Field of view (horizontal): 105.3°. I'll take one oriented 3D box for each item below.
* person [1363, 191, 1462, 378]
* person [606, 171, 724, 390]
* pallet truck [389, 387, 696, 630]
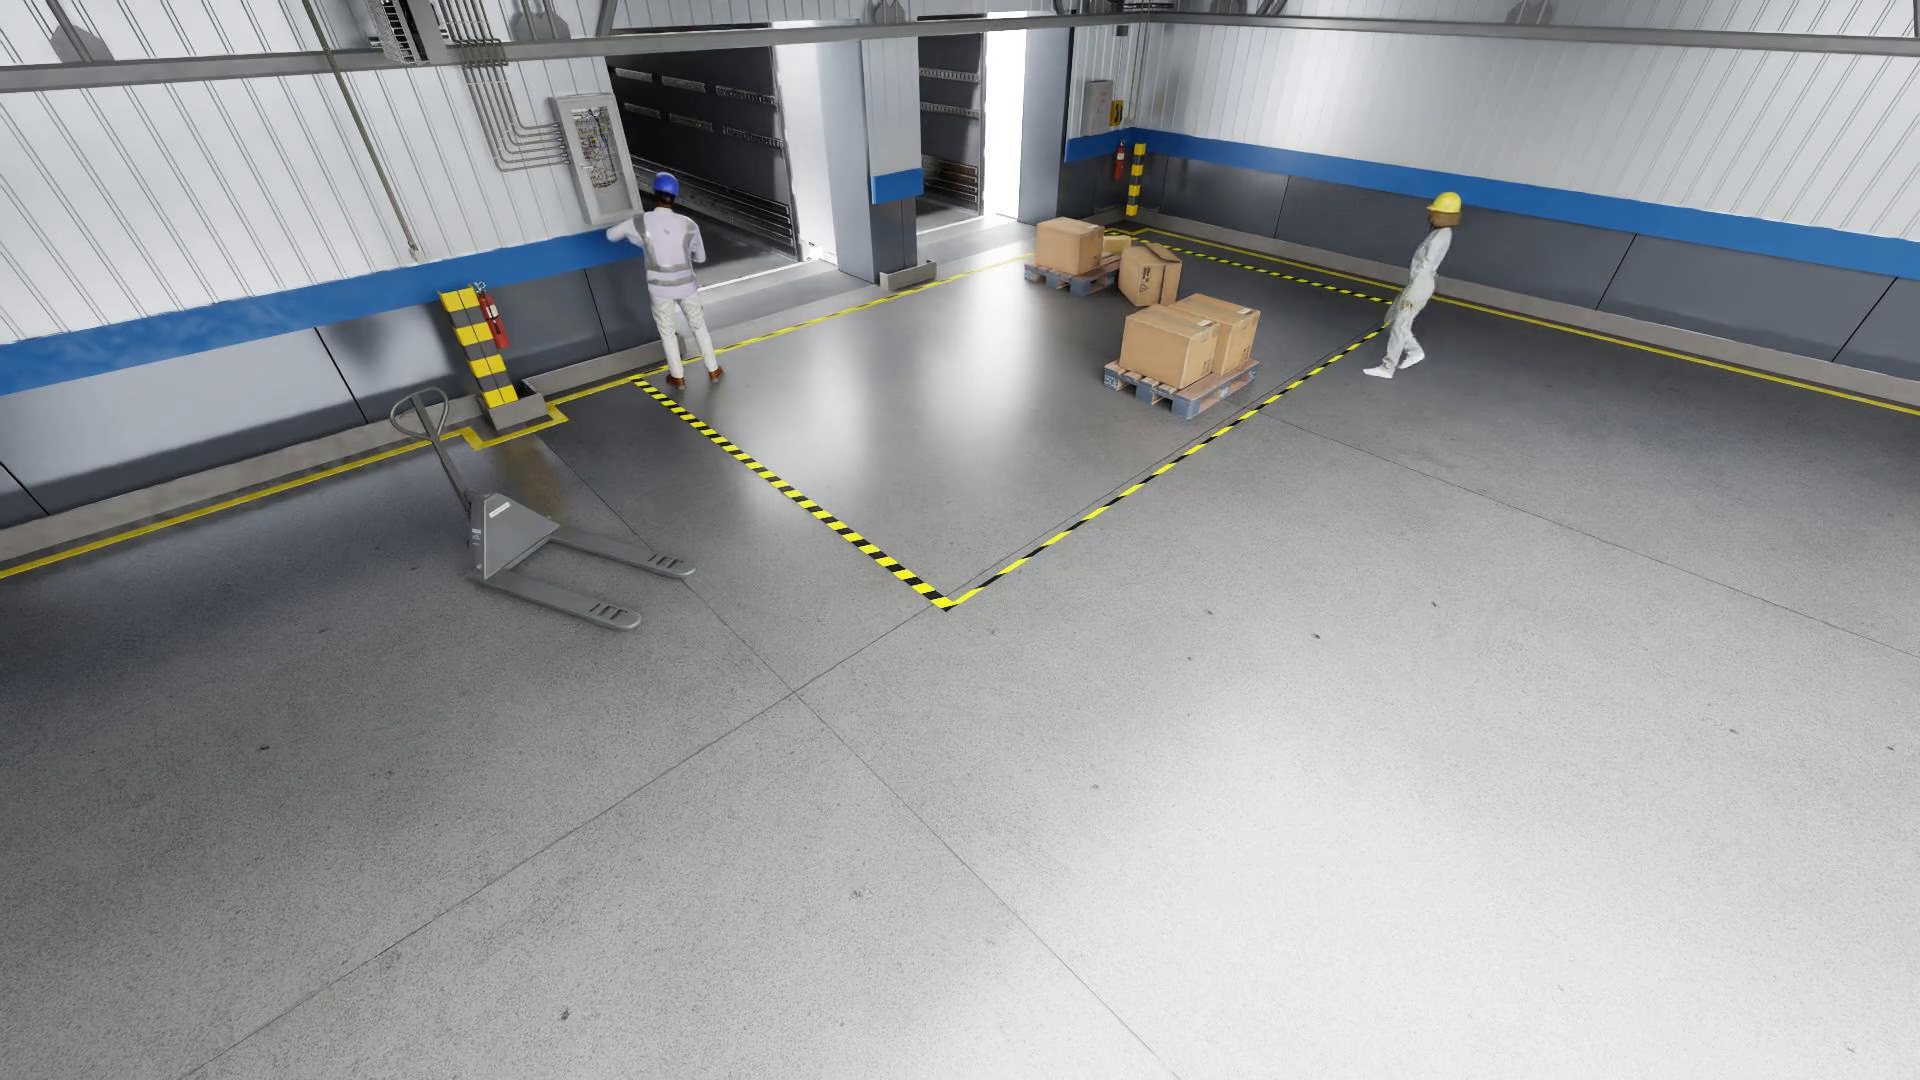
[{"bbox_3d":[4.335,-2.328,6.885,0.489,1.728,0.487,19,41,22],"label":"person"},{"bbox_3d":[-2.731,-2.390,6.831,0.781,1.895,0.700,-20,42,-24],"label":"person"},{"bbox_3d":[-2.613,-0.247,4.593,1.601,1.201,0.680,14,40,17],"label":"pallet truck"}]
